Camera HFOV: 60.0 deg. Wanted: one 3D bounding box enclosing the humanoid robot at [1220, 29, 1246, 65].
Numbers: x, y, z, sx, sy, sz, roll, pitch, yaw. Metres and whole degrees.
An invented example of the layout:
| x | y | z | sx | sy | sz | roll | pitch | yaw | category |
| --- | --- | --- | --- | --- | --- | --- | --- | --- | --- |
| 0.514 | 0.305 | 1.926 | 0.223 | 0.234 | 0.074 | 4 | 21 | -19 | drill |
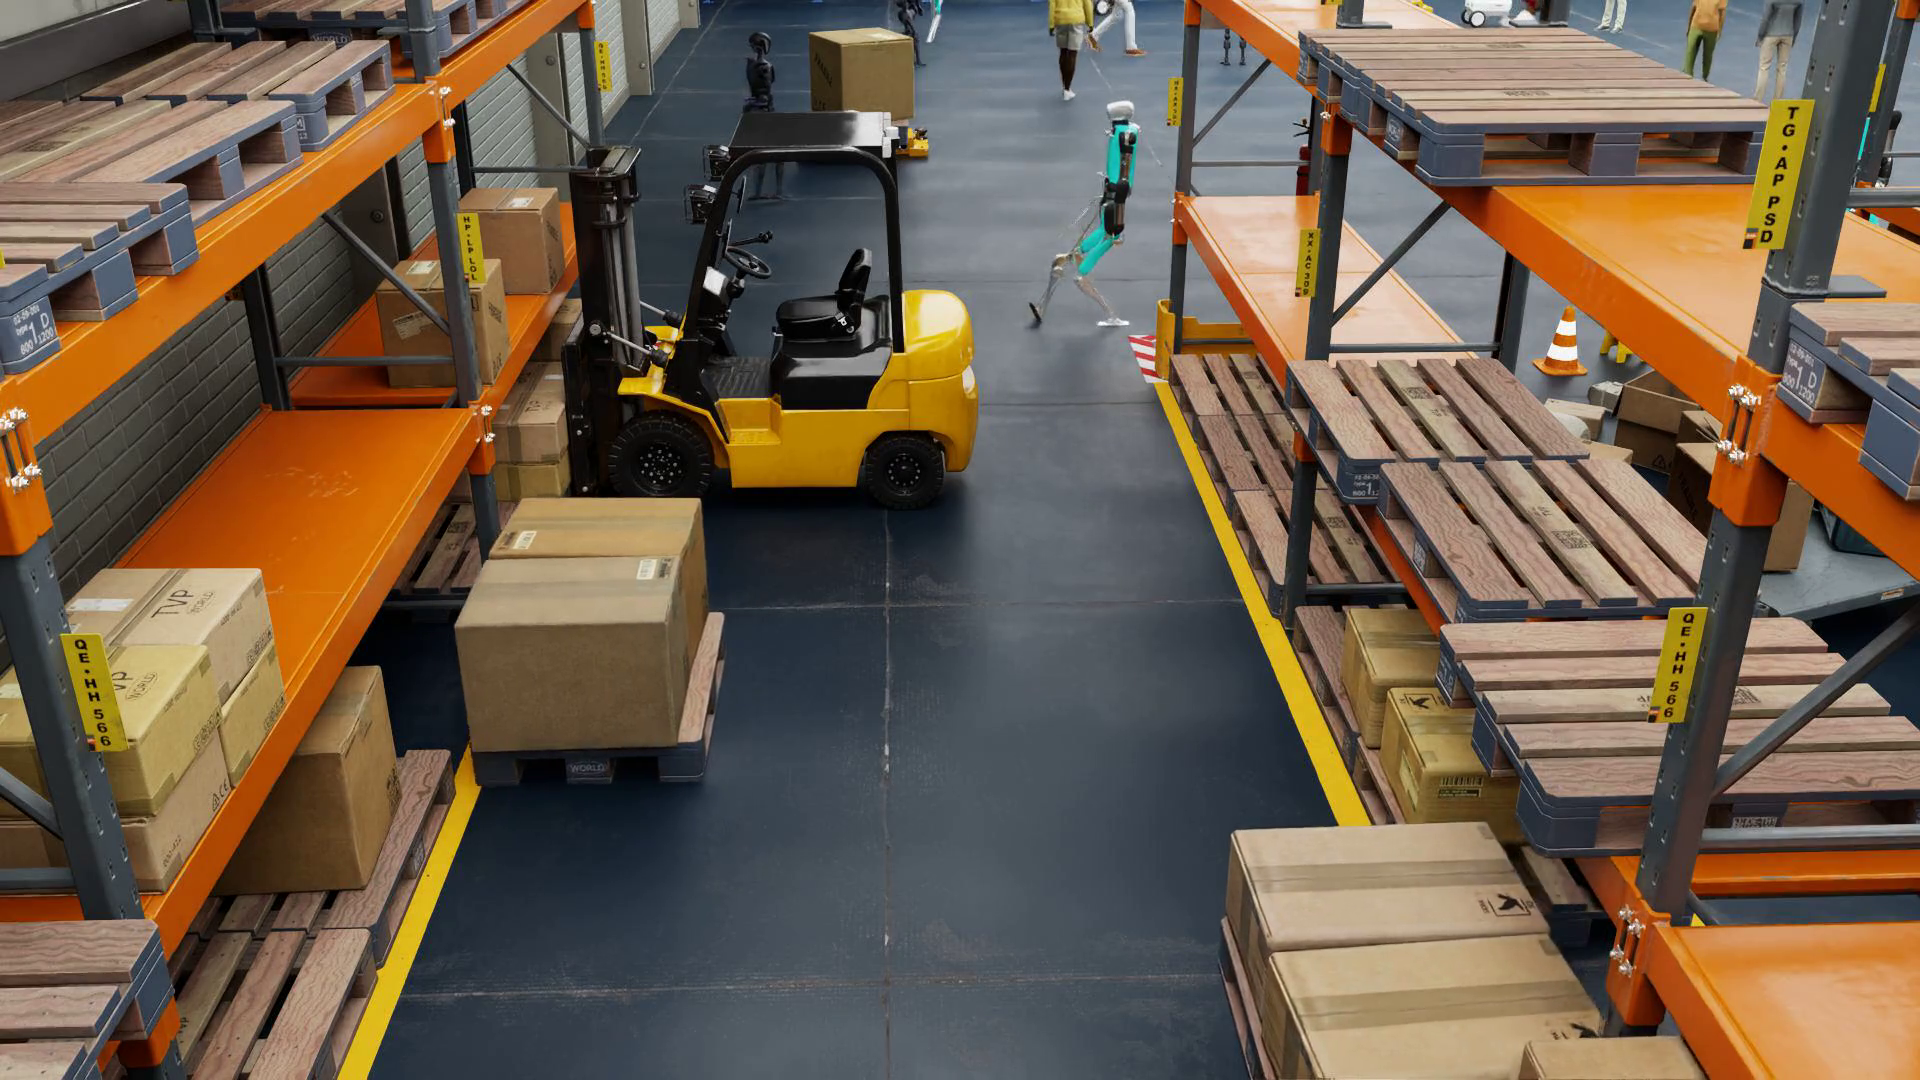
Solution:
| x | y | z | sx | sy | sz | roll | pitch | yaw | category |
| --- | --- | --- | --- | --- | --- | --- | --- | --- | --- |
| 3.971 | -7.726 | 23.998 | 0.599 | 1.657 | 0.315 | -1 | 25 | -2 | humanoid robot |

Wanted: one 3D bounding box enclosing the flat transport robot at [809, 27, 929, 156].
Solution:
| x | y | z | sx | sy | sz | roll | pitch | yaw | category |
| --- | --- | --- | --- | --- | --- | --- | --- | --- | --- |
| -1.077 | -4.494 | 18.819 | 1.431 | 0.231 | 0.659 | -1 | 25 | -2 | flat transport robot |

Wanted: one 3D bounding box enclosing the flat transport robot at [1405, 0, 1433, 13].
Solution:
| x | y | z | sx | sy | sz | roll | pitch | yaw | category |
| --- | --- | --- | --- | --- | --- | --- | --- | --- | --- |
| 7.481 | -9.351 | 29.107 | 1.431 | 0.231 | 0.659 | -1 | 25 | -2 | flat transport robot |

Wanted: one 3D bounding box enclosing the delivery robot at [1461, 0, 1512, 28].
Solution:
| x | y | z | sx | sy | sz | roll | pitch | yaw | category |
| --- | --- | --- | --- | --- | --- | --- | --- | --- | --- |
| 8.771 | -8.827 | 27.628 | 0.739 | 0.566 | 0.499 | -1 | 25 | -2 | delivery robot |

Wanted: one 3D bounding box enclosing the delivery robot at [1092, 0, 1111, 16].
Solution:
| x | y | z | sx | sy | sz | roll | pitch | yaw | category |
| --- | --- | --- | --- | --- | --- | --- | --- | --- | --- |
| 2.569 | -9.444 | 28.960 | 0.759 | 0.588 | 0.522 | -10 | 27 | -20 | delivery robot |

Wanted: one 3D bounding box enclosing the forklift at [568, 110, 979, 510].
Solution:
| x | y | z | sx | sy | sz | roll | pitch | yaw | category |
| --- | --- | --- | --- | --- | --- | --- | --- | --- | --- |
| -1.043 | -1.379 | 9.976 | 2.313 | 2.155 | 1.214 | -1 | 25 | -2 | forklift |

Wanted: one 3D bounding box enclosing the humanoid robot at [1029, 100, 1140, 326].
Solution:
| x | y | z | sx | sy | sz | roll | pitch | yaw | category |
| --- | --- | --- | --- | --- | --- | --- | --- | --- | --- |
| 0.911 | -2.475 | 12.879 | 0.899 | 1.802 | 0.556 | -1 | 25 | -2 | humanoid robot |

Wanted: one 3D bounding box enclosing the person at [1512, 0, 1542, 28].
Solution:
| x | y | z | sx | sy | sz | roll | pitch | yaw | category |
| --- | --- | --- | --- | --- | --- | --- | --- | --- | --- |
| 6.263 | -5.262 | 18.623 | 0.682 | 1.820 | 0.574 | 10 | 27 | 20 | person |

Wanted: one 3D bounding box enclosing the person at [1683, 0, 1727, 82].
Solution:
| x | y | z | sx | sy | sz | roll | pitch | yaw | category |
| --- | --- | --- | --- | --- | --- | --- | --- | --- | --- |
| 9.820 | -6.733 | 21.913 | 0.462 | 1.670 | 0.887 | 16 | 30 | 31 | person |

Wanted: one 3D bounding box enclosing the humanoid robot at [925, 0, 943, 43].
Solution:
| x | y | z | sx | sy | sz | roll | pitch | yaw | category |
| --- | --- | --- | --- | --- | --- | --- | --- | --- | --- |
| -0.396 | -8.776 | 26.241 | 0.533 | 1.777 | 1.036 | 6 | 26 | 12 | humanoid robot |

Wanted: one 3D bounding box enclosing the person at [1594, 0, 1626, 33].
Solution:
| x | y | z | sx | sy | sz | roll | pitch | yaw | category |
| --- | --- | --- | --- | --- | --- | --- | --- | --- | --- |
| 10.615 | -9.087 | 26.817 | 0.336 | 1.742 | 0.562 | -14 | 29 | -27 | person |

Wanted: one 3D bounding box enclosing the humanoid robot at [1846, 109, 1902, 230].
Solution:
| x | y | z | sx | sy | sz | roll | pitch | yaw | category |
| --- | --- | --- | --- | --- | --- | --- | --- | --- | --- |
| 7.147 | -2.689 | 13.122 | 0.533 | 1.677 | 0.735 | -1 | 25 | -2 | humanoid robot |

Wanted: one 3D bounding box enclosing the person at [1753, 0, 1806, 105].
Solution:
| x | y | z | sx | sy | sz | roll | pitch | yaw | category |
| --- | --- | --- | --- | --- | --- | --- | --- | --- | --- |
| 10.324 | -6.357 | 21.009 | 0.529 | 1.771 | 0.298 | -1 | 25 | -2 | person |

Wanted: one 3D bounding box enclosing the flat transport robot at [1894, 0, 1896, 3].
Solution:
| x | y | z | sx | sy | sz | roll | pitch | yaw | category |
| --- | --- | --- | --- | --- | --- | --- | --- | --- | --- |
| 17.518 | -9.709 | 29.864 | 0.659 | 0.231 | 1.431 | -20 | 32 | -36 | flat transport robot |

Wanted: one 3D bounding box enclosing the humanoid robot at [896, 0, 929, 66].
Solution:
| x | y | z | sx | sy | sz | roll | pitch | yaw | category |
| --- | --- | --- | --- | --- | --- | --- | --- | --- | --- |
| -0.701 | -7.629 | 23.828 | 0.596 | 1.635 | 0.611 | 9 | 27 | 18 | humanoid robot |

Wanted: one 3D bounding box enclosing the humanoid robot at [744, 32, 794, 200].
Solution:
| x | y | z | sx | sy | sz | roll | pitch | yaw | category |
| --- | --- | --- | --- | --- | --- | --- | --- | --- | --- |
| -1.953 | -4.218 | 16.591 | 0.350 | 1.649 | 0.599 | -10 | 27 | -21 | humanoid robot |

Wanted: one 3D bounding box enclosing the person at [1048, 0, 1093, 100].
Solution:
| x | y | z | sx | sy | sz | roll | pitch | yaw | category |
| --- | --- | --- | --- | --- | --- | --- | --- | --- | --- |
| 1.473 | -6.758 | 21.742 | 0.549 | 1.868 | 0.875 | 10 | 27 | 19 | person |

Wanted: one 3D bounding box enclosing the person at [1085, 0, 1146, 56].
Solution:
| x | y | z | sx | sy | sz | roll | pitch | yaw | category |
| --- | --- | --- | --- | --- | --- | --- | --- | --- | --- |
| 2.338 | -8.179 | 24.780 | 0.899 | 1.844 | 0.572 | 7 | 26 | 14 | person |
